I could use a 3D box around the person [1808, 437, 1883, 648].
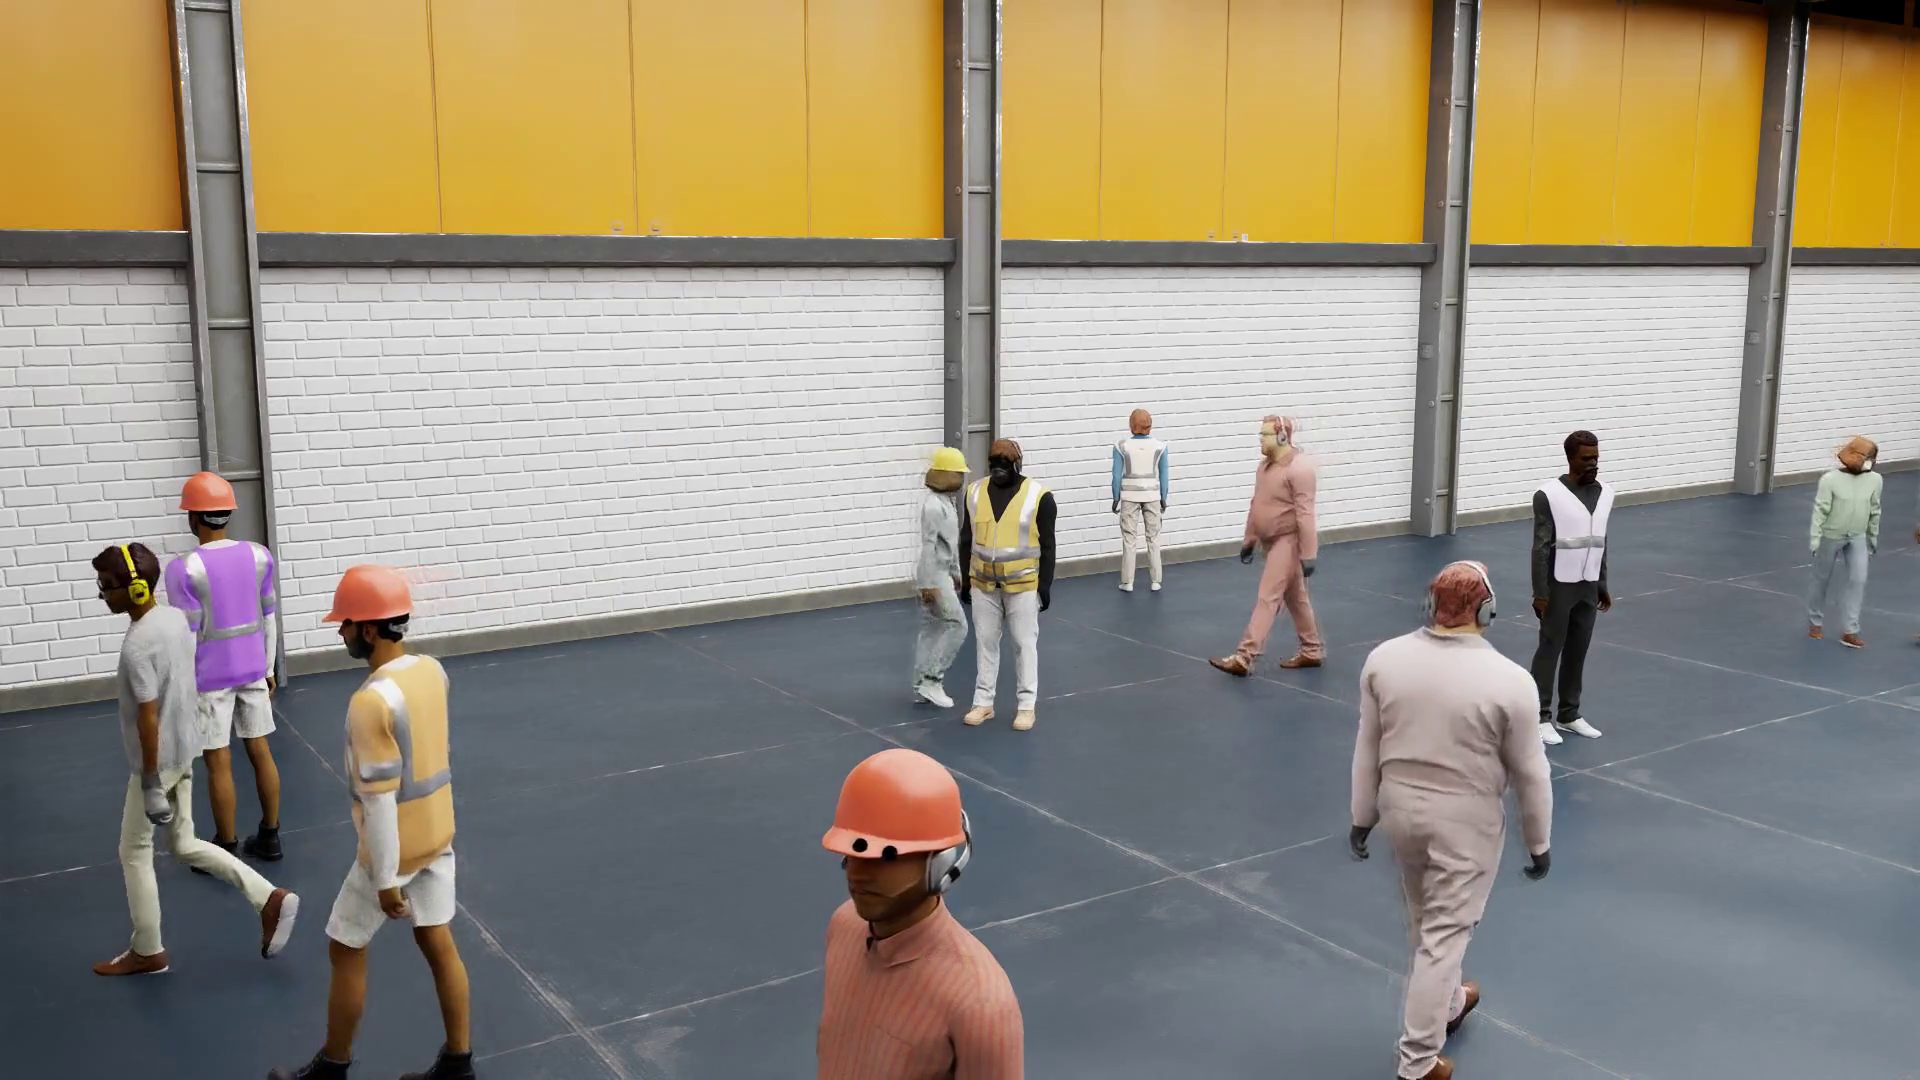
[{"bbox_3d":[6.783,0.019,12.694,0.561,1.594,0.755,1,9,4],"label":"person"}]

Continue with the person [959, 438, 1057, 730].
[{"bbox_3d":[0.281,0.276,10.452,0.634,1.839,0.429,4,10,22],"label":"person"}]

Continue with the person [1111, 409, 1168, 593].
[{"bbox_3d":[1.595,-0.344,14.780,0.514,1.641,0.315,-1,9,-3],"label":"person"}]

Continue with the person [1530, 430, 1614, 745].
[{"bbox_3d":[3.737,0.278,10.197,0.600,1.917,0.377,-5,10,-26],"label":"person"}]

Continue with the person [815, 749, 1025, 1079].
[{"bbox_3d":[-0.114,1.381,3.317,0.371,1.997,0.622,-7,12,-35],"label":"person"}]

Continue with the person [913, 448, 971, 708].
[{"bbox_3d":[-0.135,0.254,10.941,0.450,1.720,0.492,1,9,7],"label":"person"}]

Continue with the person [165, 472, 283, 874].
[{"bbox_3d":[-3.531,0.639,7.960,0.362,1.939,0.543,6,11,32],"label":"person"}]

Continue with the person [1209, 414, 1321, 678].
[{"bbox_3d":[2.198,0.041,11.811,0.976,1.854,0.668,-2,10,-12],"label":"person"}]

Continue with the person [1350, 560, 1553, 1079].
[{"bbox_3d":[1.827,0.995,6.001,0.904,1.869,0.679,-9,13,-44],"label":"person"}]

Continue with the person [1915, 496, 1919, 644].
[{"bbox_3d":[7.700,-0.117,12.614,0.810,1.923,0.458,1,9,5],"label":"person"}]

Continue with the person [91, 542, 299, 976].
[{"bbox_3d":[-3.166,0.898,6.745,0.771,1.832,0.526,0,9,0],"label":"person"}]

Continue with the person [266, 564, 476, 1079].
[{"bbox_3d":[-2.051,1.026,5.734,0.794,1.909,0.557,2,10,13],"label":"person"}]
